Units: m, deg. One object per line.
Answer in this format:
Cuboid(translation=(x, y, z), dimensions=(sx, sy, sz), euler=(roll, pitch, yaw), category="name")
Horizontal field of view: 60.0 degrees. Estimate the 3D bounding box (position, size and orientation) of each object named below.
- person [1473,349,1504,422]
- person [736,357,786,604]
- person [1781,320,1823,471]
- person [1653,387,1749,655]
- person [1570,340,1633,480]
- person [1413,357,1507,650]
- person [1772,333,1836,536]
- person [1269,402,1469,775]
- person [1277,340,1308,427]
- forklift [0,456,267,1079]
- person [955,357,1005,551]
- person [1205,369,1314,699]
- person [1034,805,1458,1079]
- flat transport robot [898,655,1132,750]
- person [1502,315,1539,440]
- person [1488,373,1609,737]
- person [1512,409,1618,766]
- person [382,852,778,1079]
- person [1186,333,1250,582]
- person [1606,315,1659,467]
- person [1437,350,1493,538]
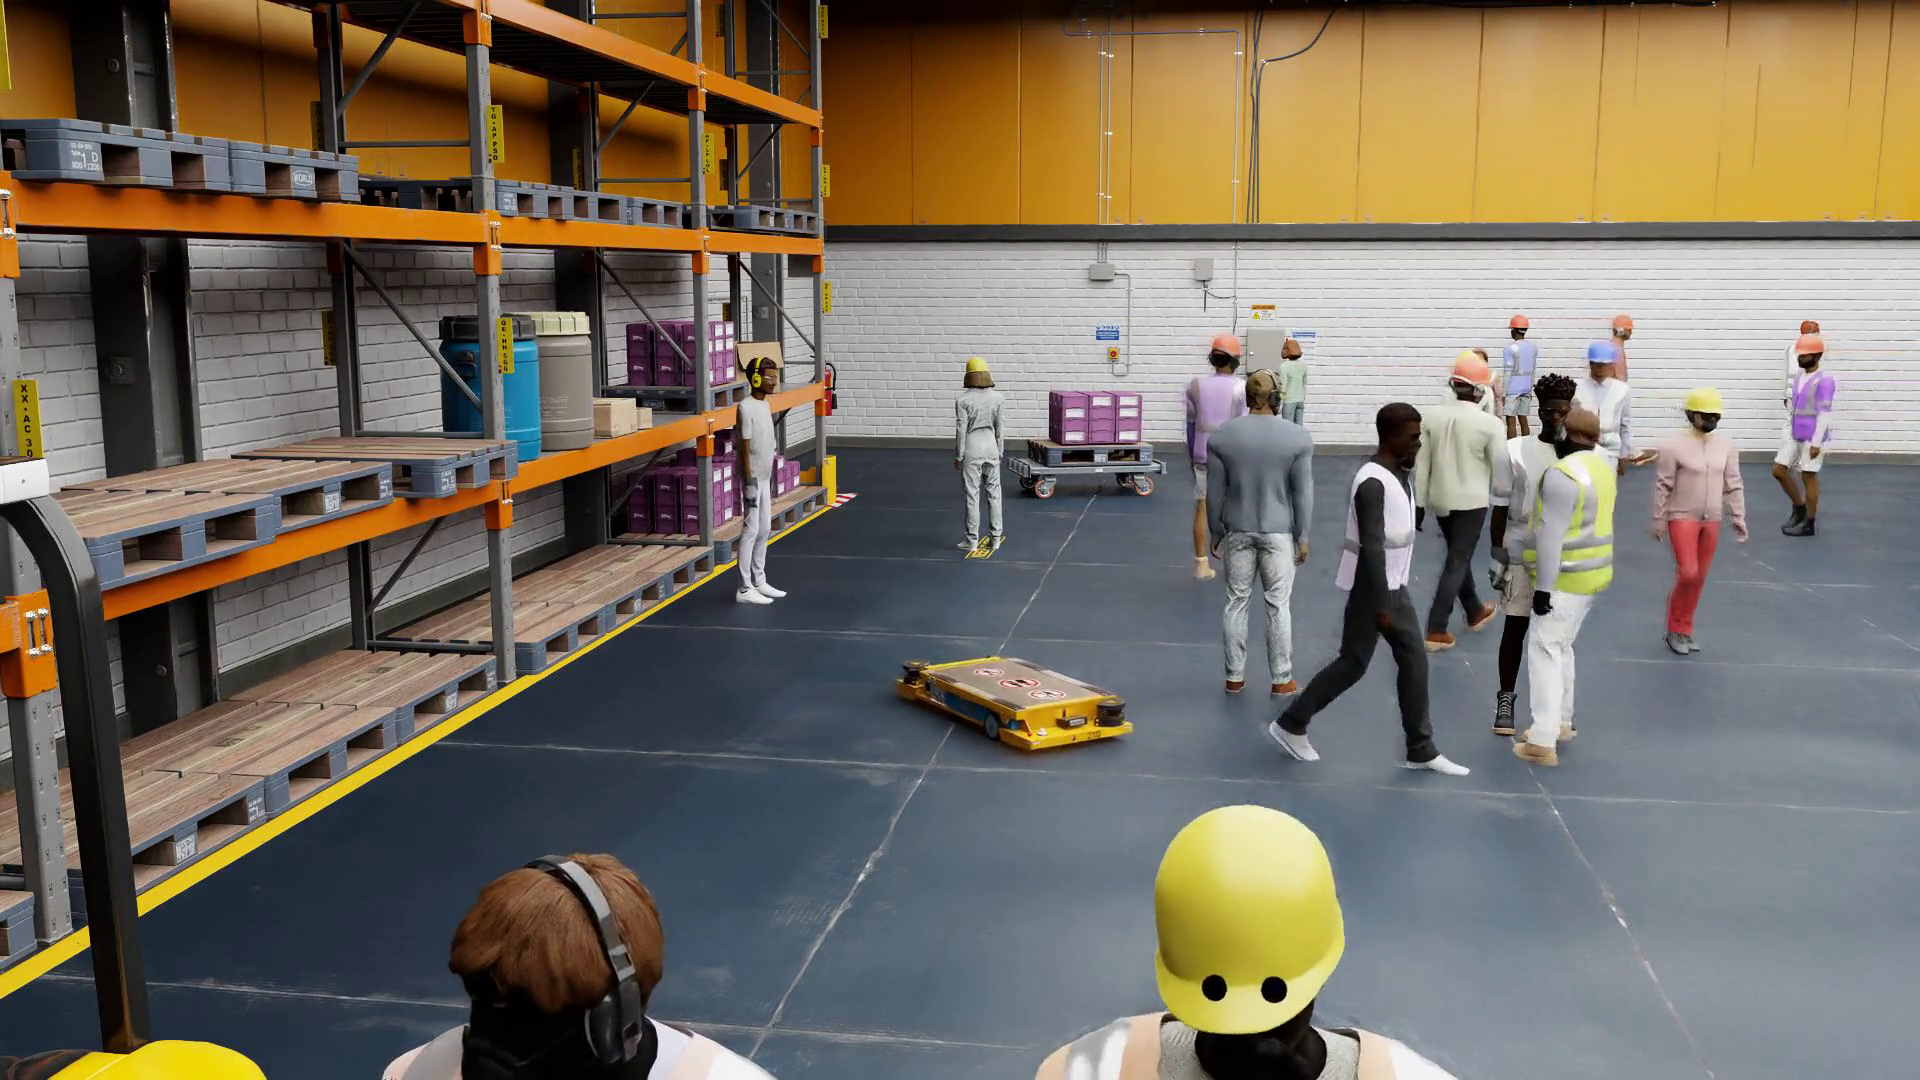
Cuboid(translation=(6.000, -1.401, 19.243), dimensions=(0.526, 1.596, 0.827), euler=(1, 9, 4), category="person")
Cuboid(translation=(-1.526, -0.451, 12.599), dimensions=(0.322, 1.861, 0.514), euler=(3, 10, 16), category="person")
Cuboid(translation=(10.555, -1.803, 20.852), dimensions=(0.358, 1.884, 0.574), euler=(-3, 10, -18), category="person")
Cuboid(translation=(4.842, -0.115, 10.853), dimensions=(0.528, 1.750, 0.524), euler=(-2, 9, -11), category="person")
Cuboid(translation=(5.416, -0.758, 14.274), dimensions=(0.625, 1.928, 0.739), euler=(2, 9, 11), category="person")
Cuboid(translation=(3.430, -0.261, 11.213), dimensions=(1.065, 1.931, 0.627), euler=(-7, 12, -38), category="person")
Cuboid(translation=(7.942, -0.977, 15.651), dimensions=(0.419, 1.917, 0.576), euler=(-1, 9, -5), category="person")
Cuboid(translation=(2.034, 0.241, 8.301), dimensions=(0.947, 1.881, 0.605), euler=(5, 10, 28), category="person")
Cuboid(translation=(4.202, -1.718, 21.094), dimensions=(0.501, 1.632, 0.280), euler=(-7, 12, -37), category="person")
Cuboid(translation=(-2.328, 0.975, 2.765), dimensions=(2.313, 2.155, 1.214), euler=(1, 9, 9), category="forklift")
Cuboid(translation=(0.166, -0.772, 14.942), dimensions=(0.485, 1.739, 0.304), euler=(-5, 10, -26), category="person")
Cuboid(translation=(1.749, -0.031, 9.760), dimensions=(0.629, 1.937, 0.377), euler=(4, 10, 22), category="person")
Cuboid(translation=(0.372, 1.222, 2.184), dimensions=(0.592, 1.895, 0.597), euler=(2, 9, 10), category="person")
Cuboid(translation=(0.276, 0.875, 9.292), dimensions=(0.652, 0.197, 1.431), euler=(-5, 11, -30), category="flat transport robot")
Cuboid(translation=(7.194, -1.937, 21.526), dimensions=(0.548, 1.934, 0.358), euler=(-5, 10, -28), category="person")
Cuboid(translation=(3.152, 0.085, 8.956), dimensions=(0.603, 1.966, 0.368), euler=(1, 9, 9), category="person")
Cuboid(translation=(3.130, 0.226, 8.619), dimensions=(0.435, 1.801, 0.676), euler=(7, 12, 38), category="person")
Cuboid(translation=(-0.457, 1.267, 2.057), dimensions=(0.624, 1.841, 0.430), euler=(2, 9, 13), category="person")
Cuboid(translation=(2.159, -0.687, 13.635), dimensions=(0.614, 1.995, 1.017), euler=(4, 10, 25), category="person")
Cuboid(translation=(8.371, -1.877, 21.134), dimensions=(1.049, 1.932, 0.661), euler=(2, 9, 14), category="person")
Cuboid(translation=(4.713, -0.889, 15.574), dimensions=(0.533, 1.767, 0.313), euler=(-2, 9, -10), category="person")
